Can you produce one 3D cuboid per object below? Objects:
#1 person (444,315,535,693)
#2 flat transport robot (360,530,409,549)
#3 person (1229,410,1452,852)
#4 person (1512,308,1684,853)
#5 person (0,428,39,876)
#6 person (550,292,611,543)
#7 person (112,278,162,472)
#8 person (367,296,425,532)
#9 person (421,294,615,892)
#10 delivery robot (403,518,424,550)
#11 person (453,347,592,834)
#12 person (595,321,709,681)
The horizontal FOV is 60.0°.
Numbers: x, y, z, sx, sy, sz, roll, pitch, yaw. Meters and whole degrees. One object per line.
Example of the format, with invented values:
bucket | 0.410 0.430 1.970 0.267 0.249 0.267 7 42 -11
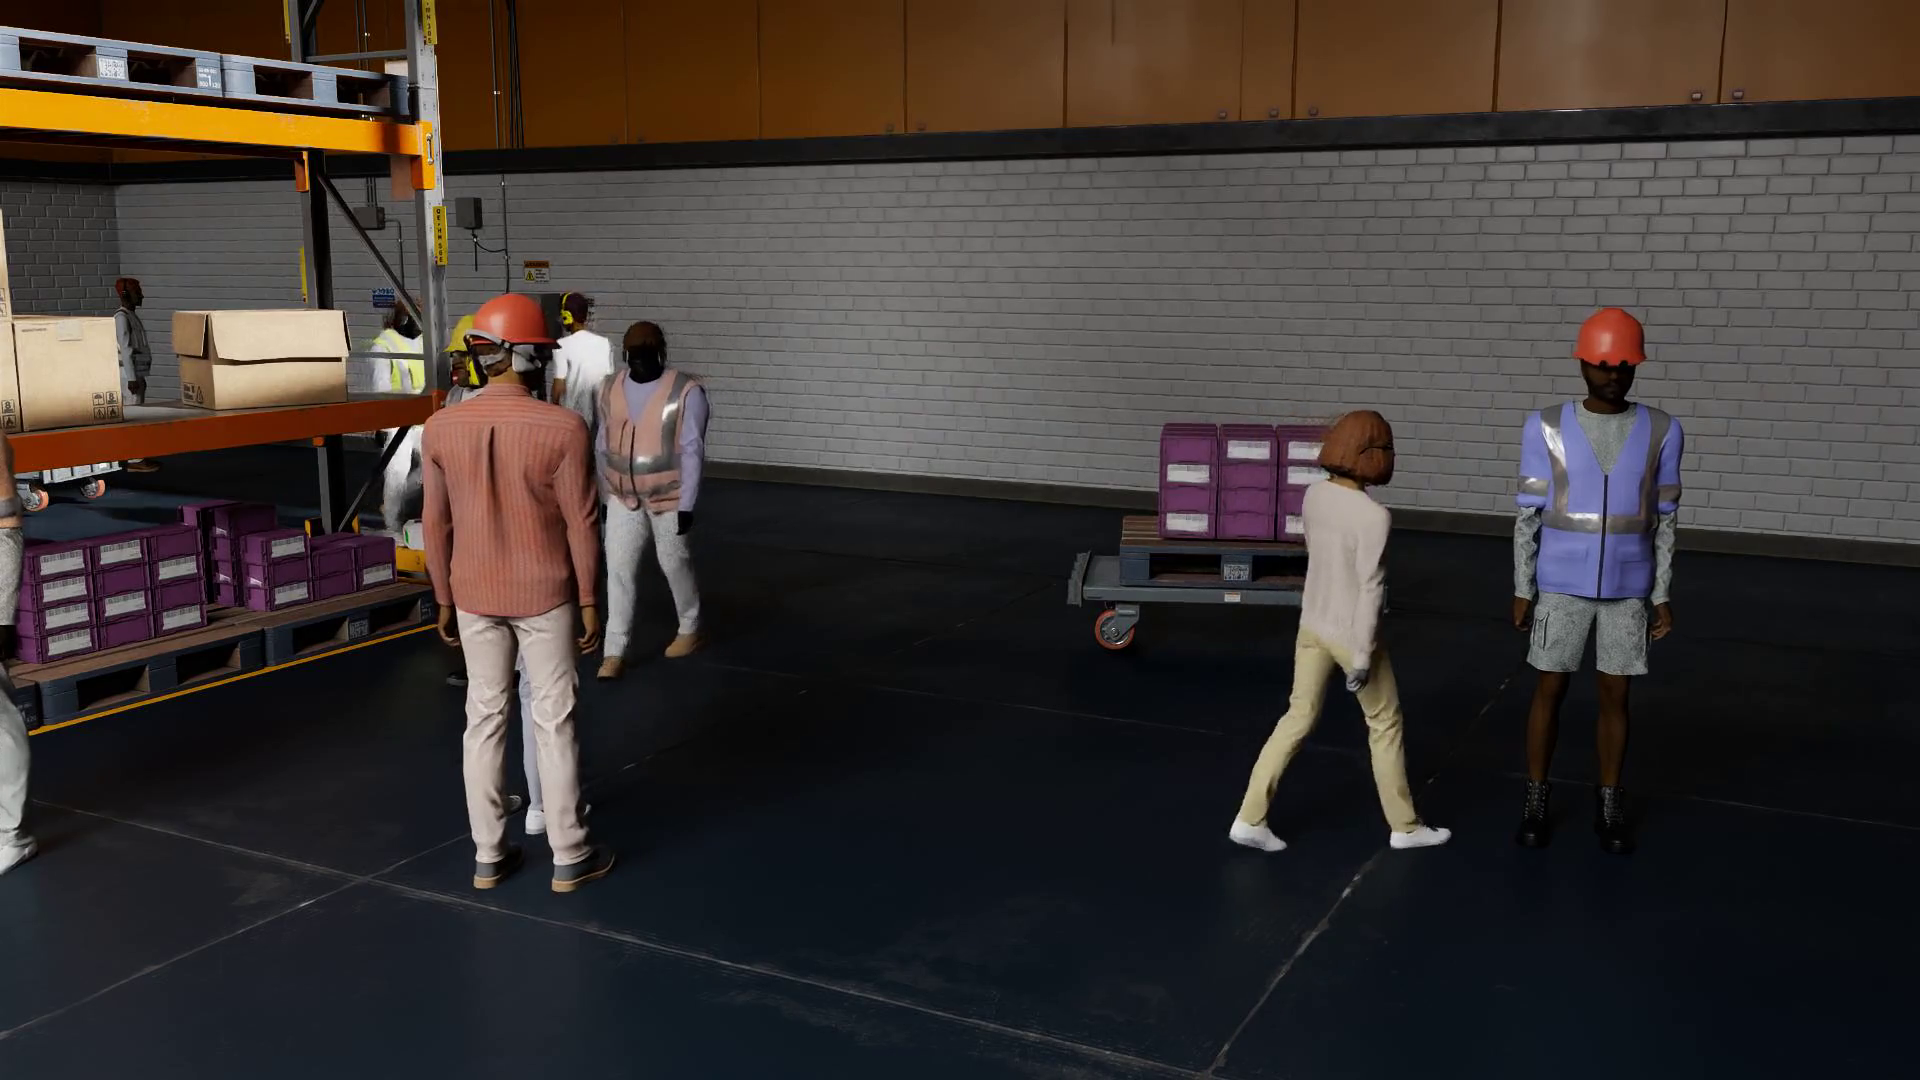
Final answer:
person | -2.281 -0.169 8.051 0.592 1.833 0.404 7 12 35
flat transport robot | -4.056 0.077 11.146 1.431 0.197 0.652 5 11 29
person | 1.344 0.332 5.841 0.817 1.594 0.508 -5 11 -25
person | 2.244 0.155 5.884 0.553 1.934 0.367 2 10 13
person | -3.425 0.203 5.641 0.589 1.923 0.383 4 11 23
person | -2.719 -0.837 11.884 0.381 1.850 0.522 6 12 32
person | -8.049 -1.604 16.220 0.352 1.883 0.580 -4 10 -20
person | -4.026 -0.858 12.095 0.467 1.815 0.713 4 10 21
person | -1.469 0.186 5.545 0.613 1.991 0.392 2 10 12
delivery robot | -3.180 -0.023 10.636 0.707 0.478 0.477 -2 10 -9
person | -1.639 0.146 6.109 0.533 1.876 0.320 4 10 20
person | -1.573 -0.221 8.487 0.642 1.798 0.869 2 10 14
